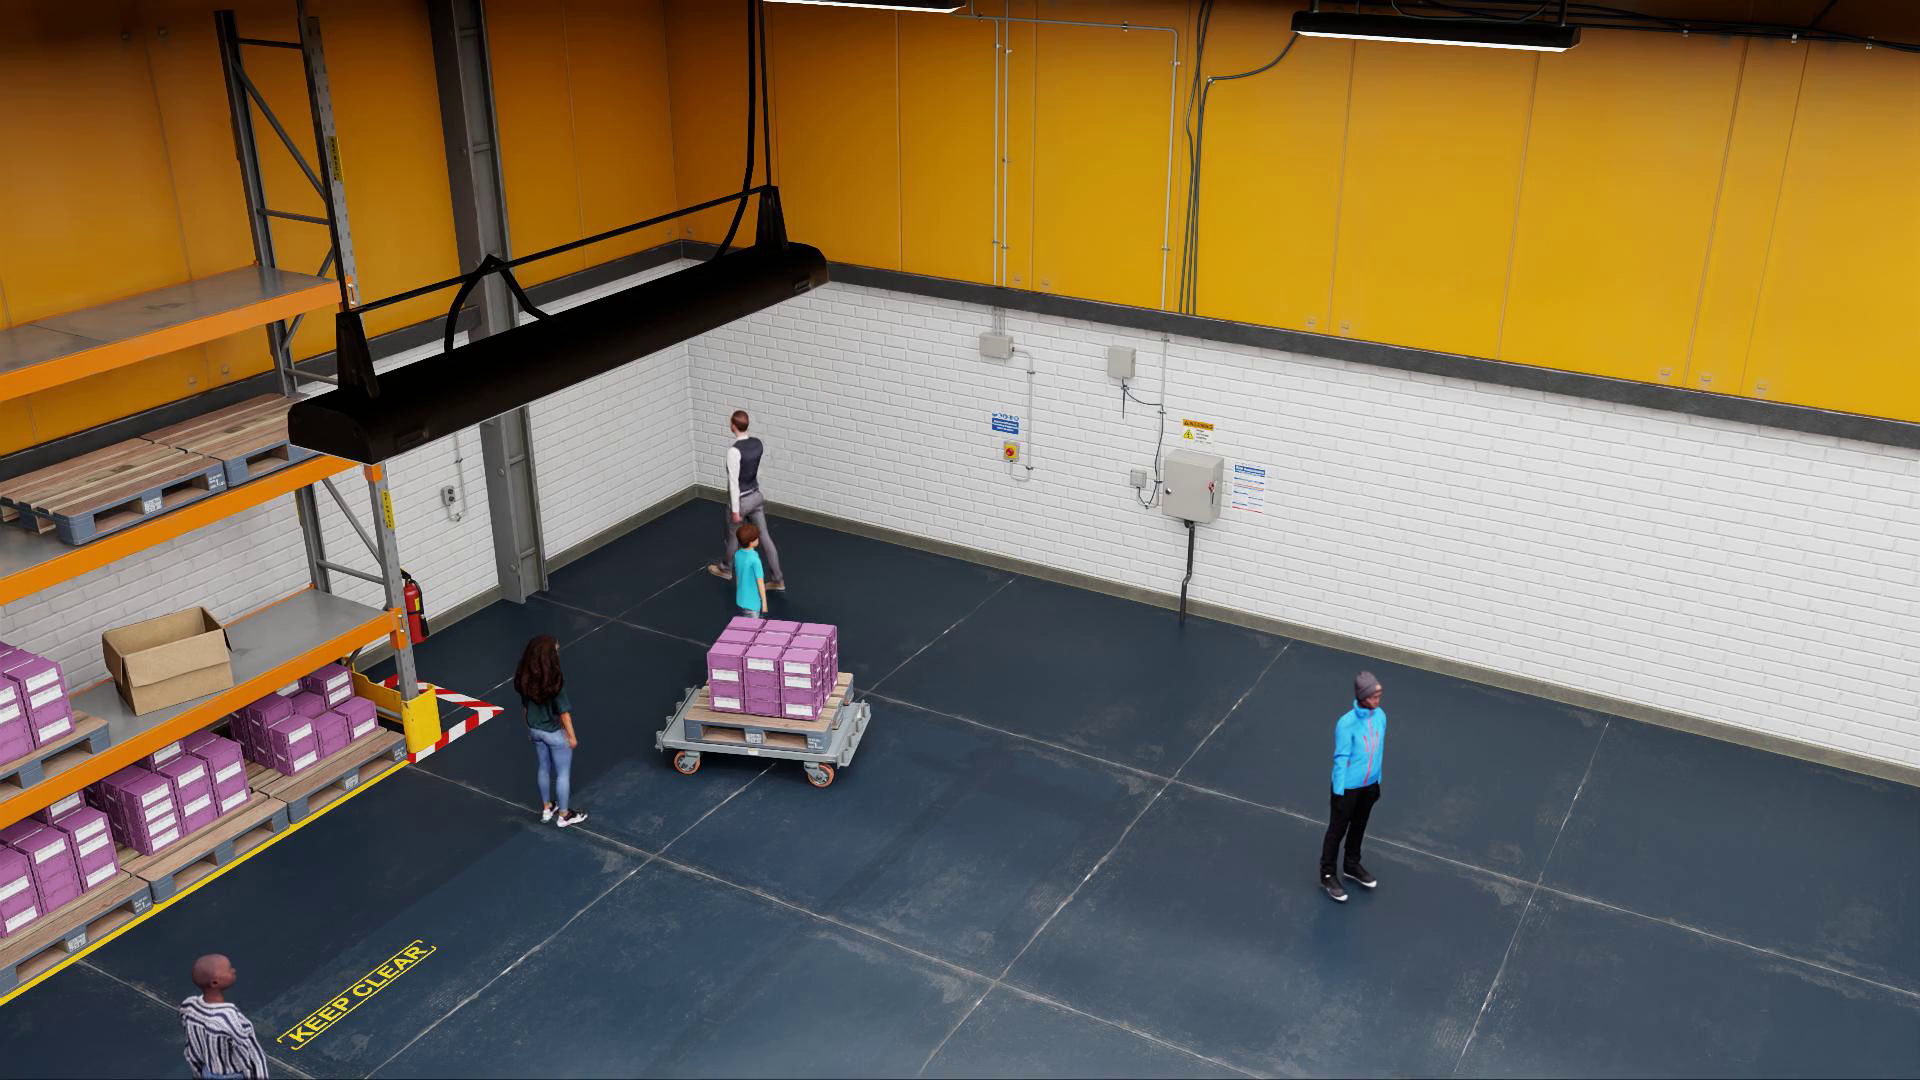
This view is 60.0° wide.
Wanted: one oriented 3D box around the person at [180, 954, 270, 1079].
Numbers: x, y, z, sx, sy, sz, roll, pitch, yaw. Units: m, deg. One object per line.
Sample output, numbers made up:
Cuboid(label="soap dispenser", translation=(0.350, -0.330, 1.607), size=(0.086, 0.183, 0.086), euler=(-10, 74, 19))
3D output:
Cuboid(label="person", translation=(-3.983, 3.038, 9.127), size=(0.658, 1.793, 0.580), euler=(10, 25, 21))

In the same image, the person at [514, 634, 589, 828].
Cuboid(label="person", translation=(-3.207, 1.468, 12.939), size=(0.600, 1.617, 0.586), euler=(9, 25, 20))

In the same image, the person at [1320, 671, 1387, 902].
Cuboid(label="person", translation=(2.855, 1.748, 12.073), size=(0.630, 1.799, 0.740), euler=(-14, 27, -29))

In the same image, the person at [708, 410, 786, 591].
Cuboid(label="person", translation=(-2.087, -0.356, 16.764), size=(0.825, 1.895, 1.201), euler=(16, 28, 33))

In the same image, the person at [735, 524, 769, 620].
Cuboid(label="person", translation=(-1.978, 0.556, 15.254), size=(0.950, 1.435, 0.698), euler=(-20, 31, -39))
